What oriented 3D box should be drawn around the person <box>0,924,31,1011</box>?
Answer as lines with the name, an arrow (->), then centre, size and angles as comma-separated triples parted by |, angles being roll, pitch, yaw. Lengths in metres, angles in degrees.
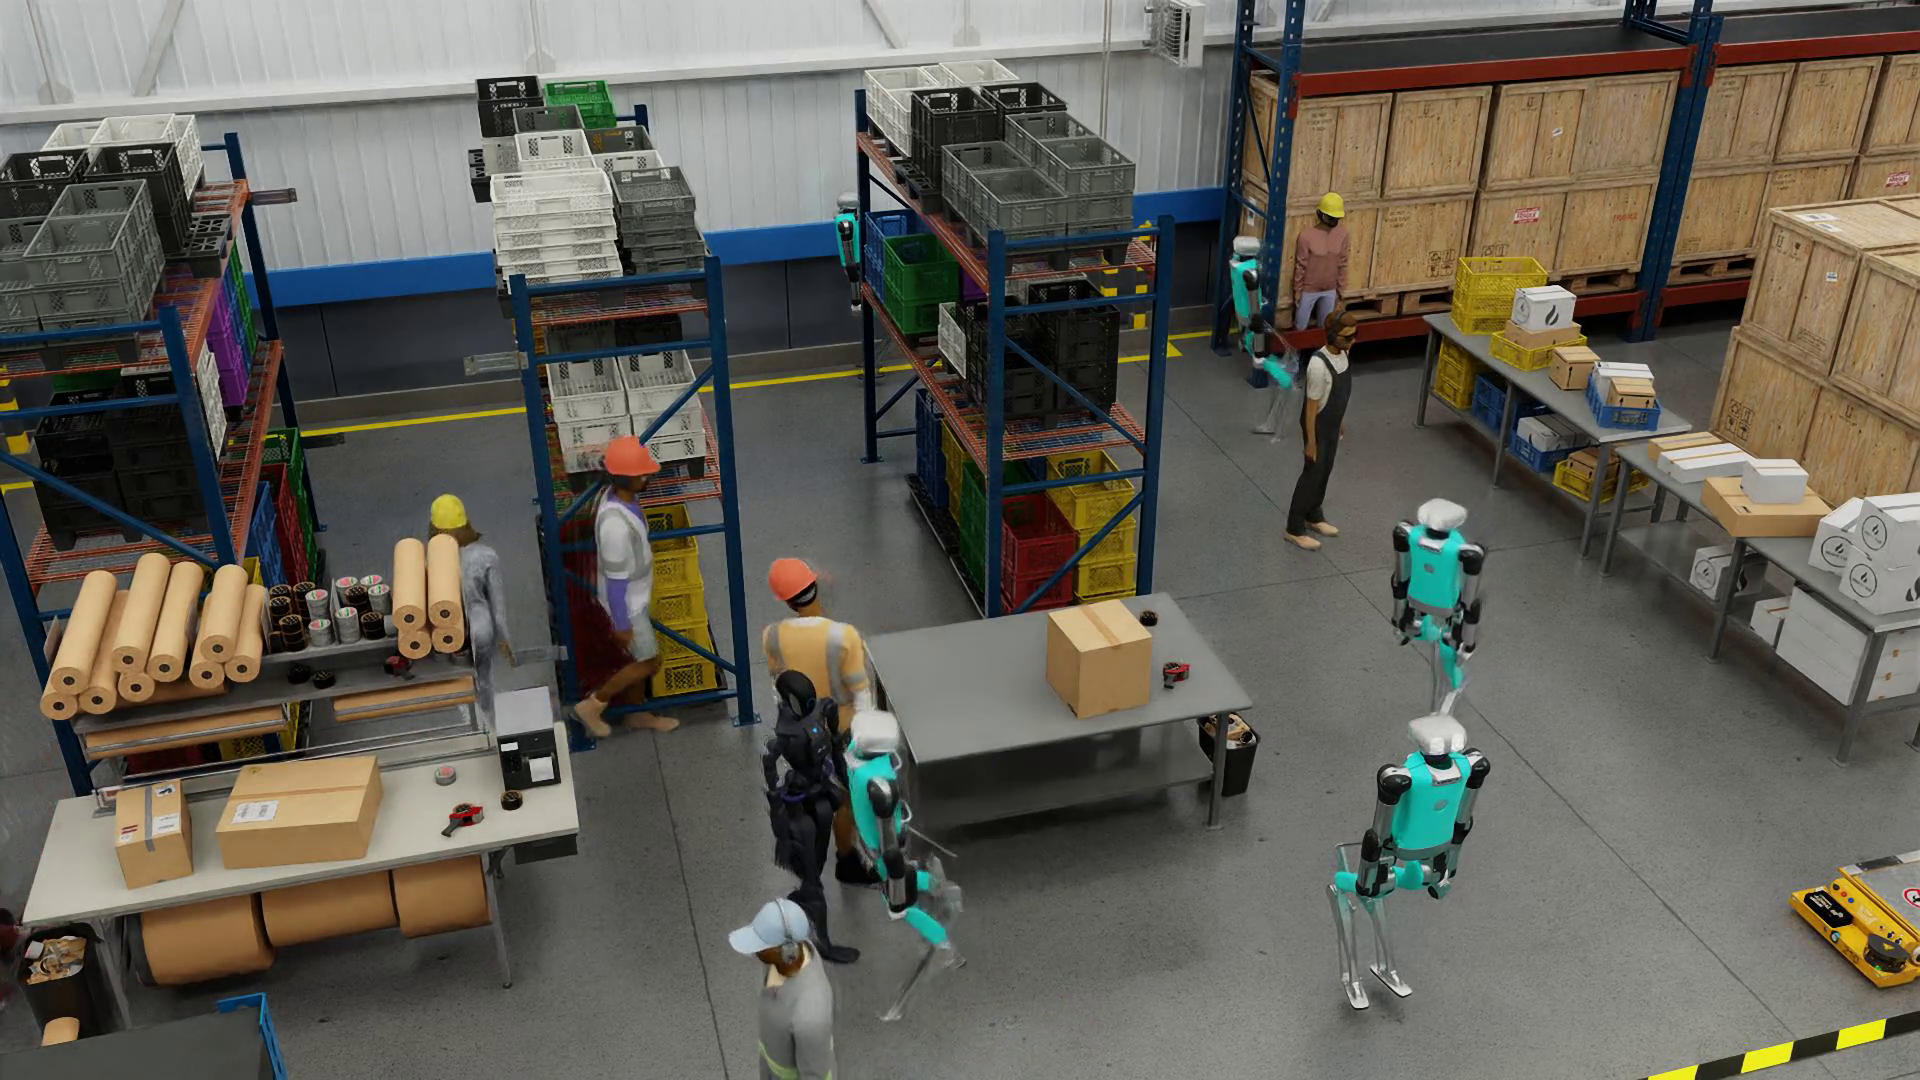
person -> -4.729, 1.508, 7.727 | 0.635, 1.895, 0.481 | 14, 32, 24

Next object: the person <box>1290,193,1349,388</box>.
person -> 3.158, -2.196, 14.611 | 0.522, 1.761, 0.336 | -10, 30, -17

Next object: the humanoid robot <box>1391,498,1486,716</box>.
humanoid robot -> 2.850, 0.479, 9.784 | 0.530, 1.752, 0.906 | 22, 35, 34

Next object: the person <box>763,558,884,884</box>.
person -> -0.676, 0.983, 8.707 | 0.684, 1.887, 0.367 | 11, 31, 19

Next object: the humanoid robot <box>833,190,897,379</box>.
humanoid robot -> -0.722, -2.229, 14.557 | 0.735, 1.673, 0.533 | -1, 29, -1

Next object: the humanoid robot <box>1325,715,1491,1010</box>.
humanoid robot -> 2.029, 1.438, 7.880 | 0.533, 1.677, 0.735 | -8, 30, -15

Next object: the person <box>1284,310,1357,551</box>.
person -> 2.619, -0.795, 11.988 | 0.332, 1.836, 0.504 | 19, 34, 30

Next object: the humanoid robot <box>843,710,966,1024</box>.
humanoid robot -> -0.134, 1.531, 7.894 | 0.814, 1.799, 0.535 | -9, 30, -16

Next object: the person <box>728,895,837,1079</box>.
person -> -0.637, 2.139, 6.660 | 0.586, 1.860, 0.591 | -7, 30, -13

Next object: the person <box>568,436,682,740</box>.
person -> -1.985, 0.326, 9.744 | 0.609, 2.029, 0.619 | -3, 29, -6

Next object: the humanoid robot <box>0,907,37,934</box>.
humanoid robot -> -4.956, 1.500, 8.014 | 0.599, 1.628, 0.774 | 0, 29, 0

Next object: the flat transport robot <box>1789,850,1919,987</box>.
flat transport robot -> 5.163, 1.916, 8.676 | 1.431, 0.231, 0.659 | -8, 30, -14

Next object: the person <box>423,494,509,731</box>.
person -> -2.847, 0.550, 9.653 | 0.491, 1.709, 0.803 | -17, 33, -28

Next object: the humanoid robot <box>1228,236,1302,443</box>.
humanoid robot -> 2.551, -1.617, 13.612 | 0.815, 1.793, 0.536 | -4, 29, -7

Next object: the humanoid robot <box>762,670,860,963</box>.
humanoid robot -> -0.716, 1.325, 8.318 | 0.611, 1.635, 0.621 | 19, 34, 31
